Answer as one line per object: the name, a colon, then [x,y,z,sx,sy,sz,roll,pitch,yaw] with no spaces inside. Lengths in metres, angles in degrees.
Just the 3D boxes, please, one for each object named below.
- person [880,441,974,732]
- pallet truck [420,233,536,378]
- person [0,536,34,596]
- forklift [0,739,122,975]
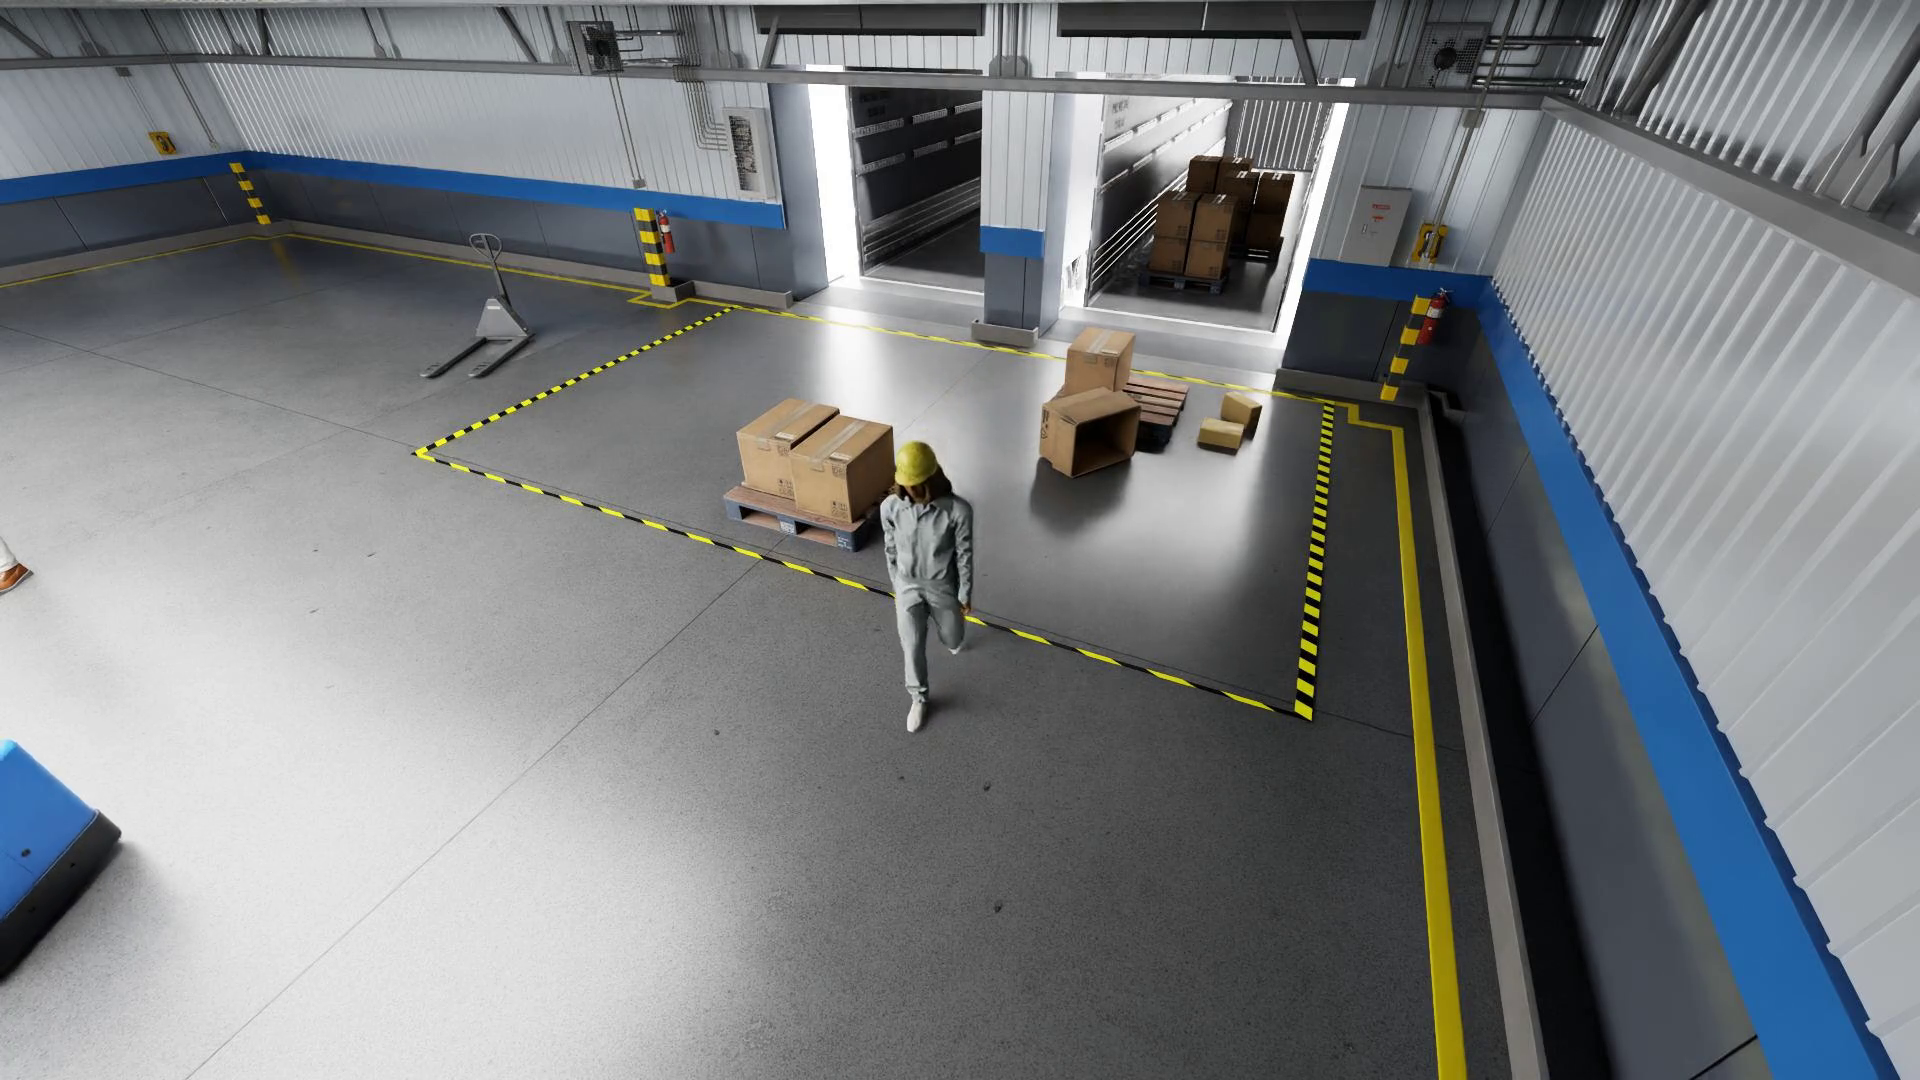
person: [-0.159,0.197,3.933,0.484,1.710,0.741,4,36,6]
pallet truck: [-5.664,-2.712,8.427,0.680,1.201,1.601,0,35,-1]
person: [-6.873,-0.466,4.663,0.603,1.949,0.386,0,35,1]
forklift: [-4.463,0.882,2.693,0.776,2.013,0.716,-5,36,-7]
